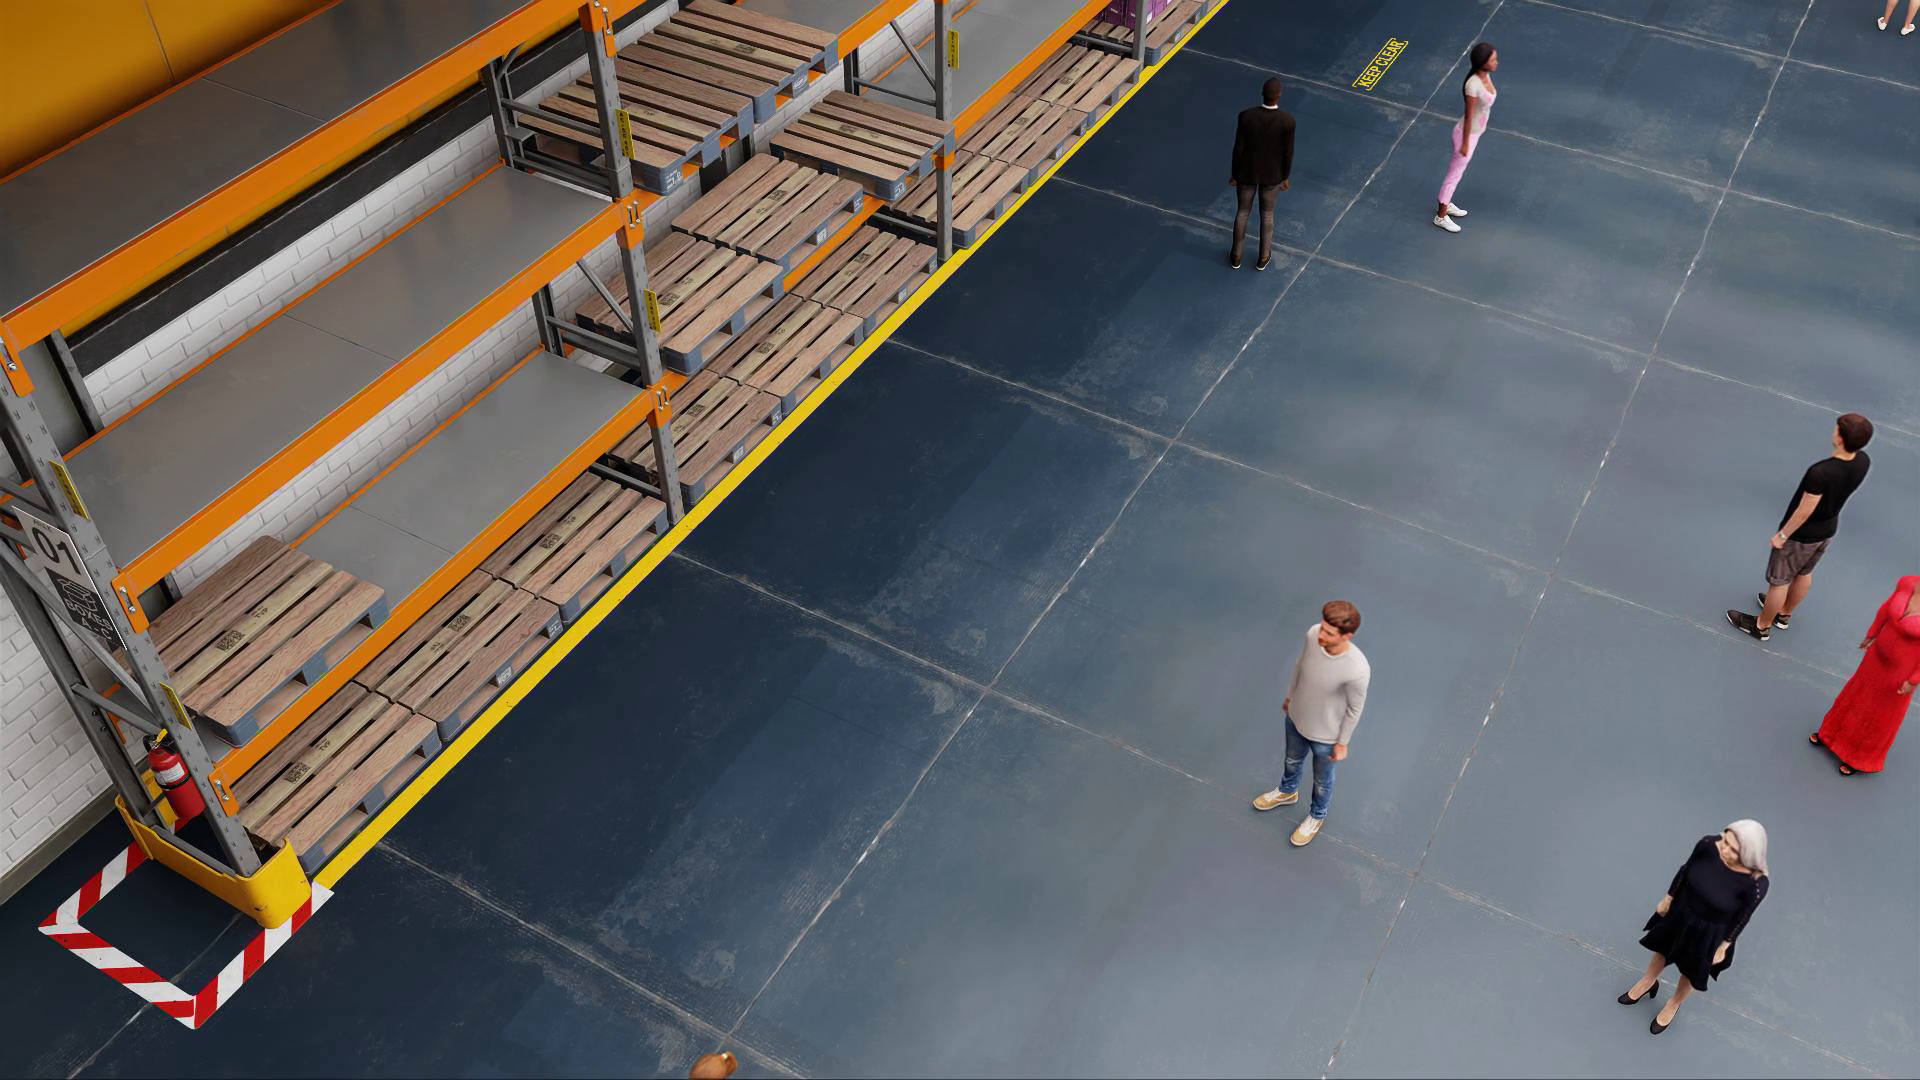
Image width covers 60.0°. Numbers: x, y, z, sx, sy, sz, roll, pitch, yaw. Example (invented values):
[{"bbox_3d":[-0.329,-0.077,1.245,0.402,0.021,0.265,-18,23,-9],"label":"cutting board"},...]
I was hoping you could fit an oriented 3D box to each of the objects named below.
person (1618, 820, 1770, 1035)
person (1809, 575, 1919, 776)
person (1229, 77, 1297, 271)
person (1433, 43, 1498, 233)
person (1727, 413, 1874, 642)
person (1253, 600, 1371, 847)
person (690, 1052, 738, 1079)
[{"bbox_3d":[3.935,2.061,8.880,0.713,1.746,0.697,-24,48,-23],"label":"person"},{"bbox_3d":[5.752,0.757,10.220,0.777,1.784,0.726,-13,45,-13],"label":"person"},{"bbox_3d":[2.579,-3.144,14.303,0.731,1.800,0.671,7,44,8],"label":"person"},{"bbox_3d":[4.520,-3.612,14.838,0.647,1.740,0.464,19,47,18],"label":"person"},{"bbox_3d":[5.635,-0.080,11.043,0.709,1.861,0.833,-21,47,-20],"label":"person"},{"bbox_3d":[2.119,1.054,9.822,0.728,1.904,0.752,-26,49,-24],"label":"person"},{"bbox_3d":[-1.170,2.928,8.287,0.494,1.308,0.495,27,50,25],"label":"person"}]
